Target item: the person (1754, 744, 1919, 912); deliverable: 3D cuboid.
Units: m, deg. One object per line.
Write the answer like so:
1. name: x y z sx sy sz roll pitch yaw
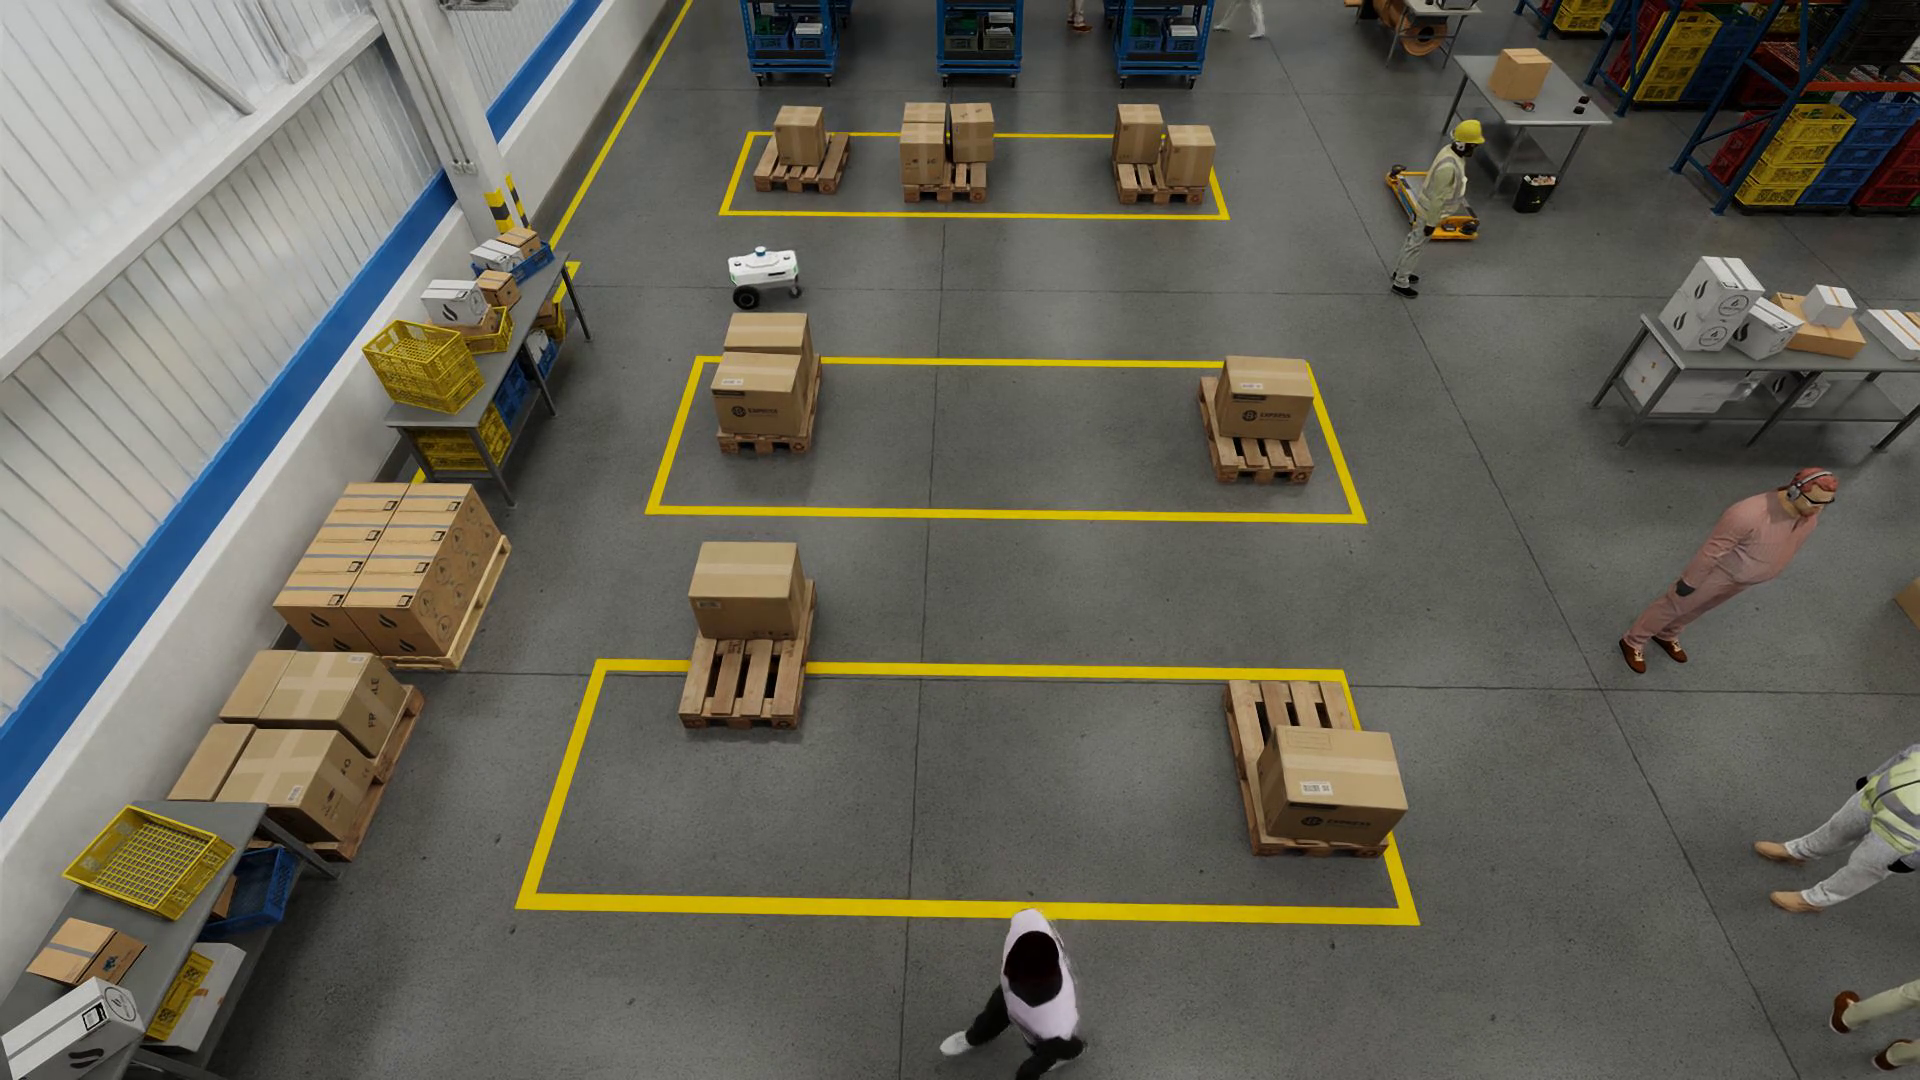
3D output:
1. person: 5.258 1.556 5.143 0.428 1.835 0.627 10 50 8

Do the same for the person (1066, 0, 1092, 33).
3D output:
1. person: 1.906 -8.955 14.133 0.370 1.996 0.622 -11 50 -9

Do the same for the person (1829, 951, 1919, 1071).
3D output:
1. person: 5.171 2.214 4.564 0.348 1.853 0.530 -19 52 -16

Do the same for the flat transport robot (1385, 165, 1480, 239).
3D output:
1. flat transport robot: 5.692 -4.094 11.059 0.652 0.197 1.431 1 49 1

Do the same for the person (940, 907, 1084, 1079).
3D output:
1. person: 0.331 2.298 4.480 0.667 1.917 0.599 -13 50 -11

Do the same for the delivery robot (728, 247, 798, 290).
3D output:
1. delivery robot: -2.089 -2.885 9.766 0.707 0.478 0.477 -10 50 -9

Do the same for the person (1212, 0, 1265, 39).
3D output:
1. person: 4.483 -8.609 14.097 0.827 1.595 0.508 7 50 6

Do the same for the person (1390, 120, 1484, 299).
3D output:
1. person: 4.891 -3.401 9.432 0.403 1.835 0.588 18 51 15

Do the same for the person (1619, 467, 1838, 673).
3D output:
1. person: 5.231 0.227 6.245 0.651 1.907 0.409 -11 50 -9
